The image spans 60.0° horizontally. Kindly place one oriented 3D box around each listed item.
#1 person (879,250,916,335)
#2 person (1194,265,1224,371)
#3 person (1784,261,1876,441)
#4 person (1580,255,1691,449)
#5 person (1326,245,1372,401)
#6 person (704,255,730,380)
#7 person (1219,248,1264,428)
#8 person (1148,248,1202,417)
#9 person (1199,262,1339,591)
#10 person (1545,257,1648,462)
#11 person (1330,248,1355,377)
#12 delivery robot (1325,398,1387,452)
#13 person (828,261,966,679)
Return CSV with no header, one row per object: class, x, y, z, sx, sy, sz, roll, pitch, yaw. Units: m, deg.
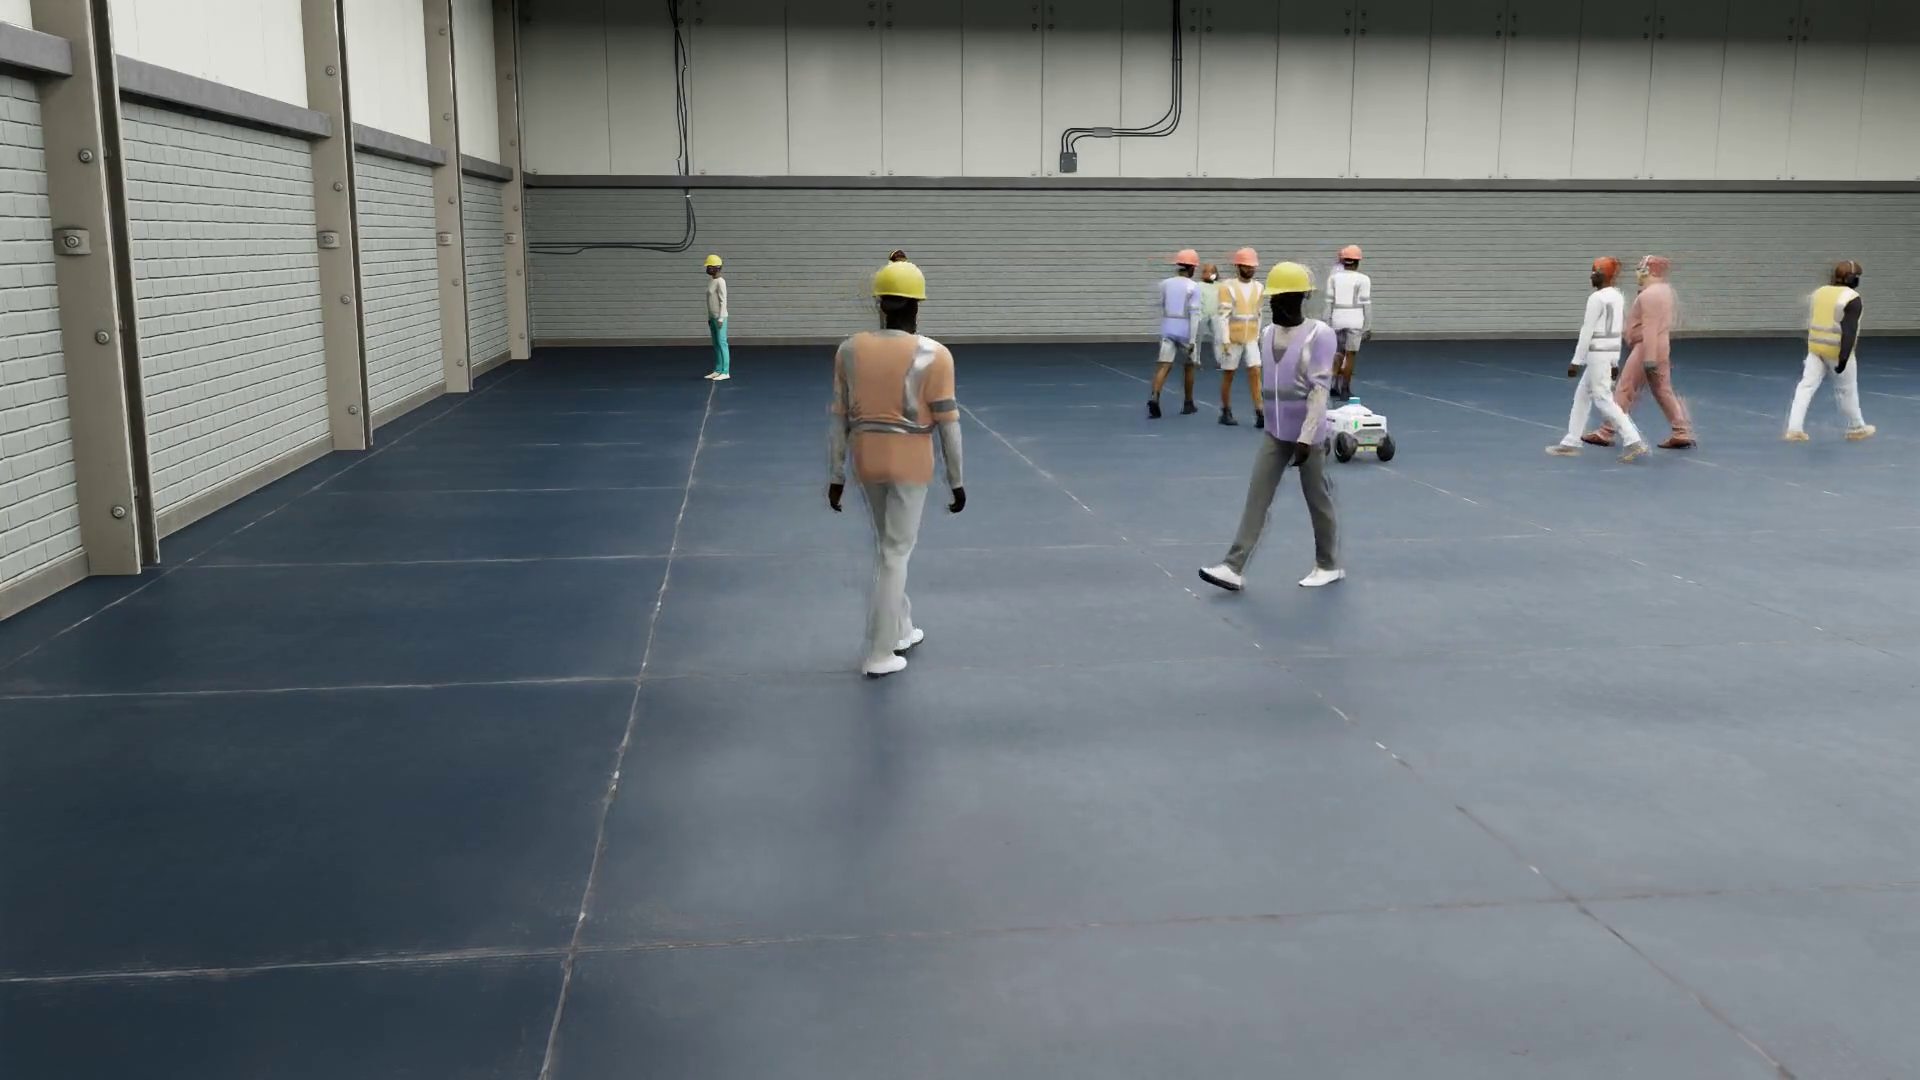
person,-0.756,-2.594,20.297,0.520,1.865,0.315,-8,13,-37
person,3.769,-3.334,25.063,0.511,1.602,0.803,-4,11,-21
person,8.657,-1.852,16.458,0.998,1.788,0.632,-4,11,-19
person,6.587,-1.800,15.978,1.016,1.847,0.648,8,13,36
person,4.814,-2.675,20.558,0.553,1.920,0.400,8,13,37
person,-3.461,-3.150,23.590,0.317,1.769,0.522,-5,12,-26
person,3.023,-2.121,17.601,0.555,1.894,0.948,-3,11,-16
person,2.441,-2.329,18.754,0.554,1.901,0.936,7,13,35
person,1.833,-0.623,9.446,0.982,1.877,0.591,-8,13,-36
person,5.851,-1.642,15.097,0.941,1.854,0.573,8,13,38
person,5.445,-3.253,23.892,0.513,1.869,0.703,3,11,16
delivery robot,3.595,-1.058,15.188,0.477,0.478,0.707,-3,11,-14
person,-0.243,-0.342,7.810,0.611,1.896,0.823,5,12,27
